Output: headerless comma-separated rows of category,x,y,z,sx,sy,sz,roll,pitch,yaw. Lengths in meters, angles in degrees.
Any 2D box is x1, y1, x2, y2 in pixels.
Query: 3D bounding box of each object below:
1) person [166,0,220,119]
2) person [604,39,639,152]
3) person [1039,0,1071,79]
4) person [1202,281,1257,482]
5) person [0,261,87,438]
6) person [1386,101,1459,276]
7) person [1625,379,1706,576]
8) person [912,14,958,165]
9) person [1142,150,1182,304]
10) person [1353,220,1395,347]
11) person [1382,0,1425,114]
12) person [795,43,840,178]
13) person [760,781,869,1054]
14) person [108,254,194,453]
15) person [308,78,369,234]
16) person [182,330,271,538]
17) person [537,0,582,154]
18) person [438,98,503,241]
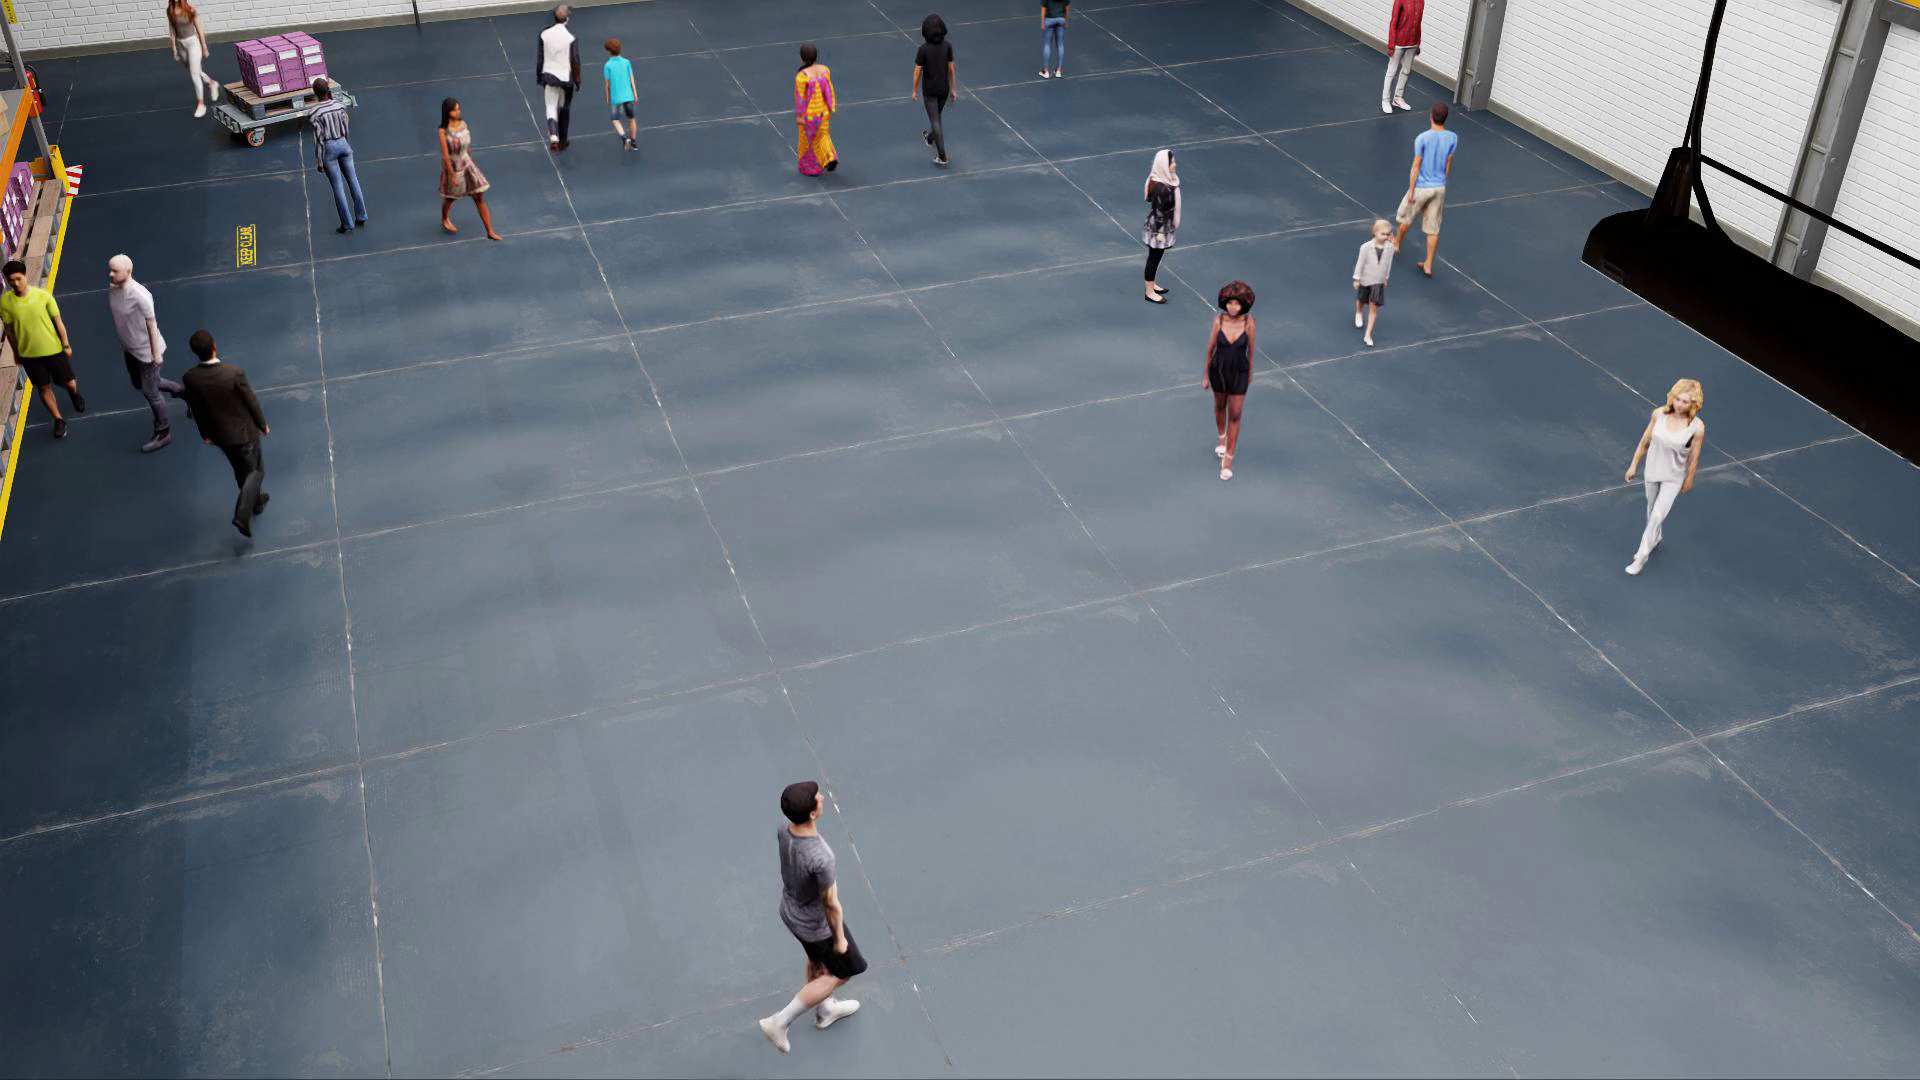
person,-10.345,-6.644,22.427,0.917,1.698,1.146,5,34,7
person,-4.284,-5.624,21.132,0.625,1.433,0.743,-19,38,-27
person,1.354,-7.402,23.643,0.598,1.615,0.598,-9,35,-14
person,2.365,-1.477,14.596,0.858,1.761,1.004,7,34,11
person,-8.364,-1.781,15.114,0.625,1.694,0.770,-12,35,-17
person,5.092,-3.753,17.960,0.810,1.829,1.163,-5,34,-7
person,5.697,-0.566,13.341,0.847,1.634,0.954,-23,40,-31
person,-0.278,-5.578,20.741,0.710,1.790,1.163,-14,36,-20
person,2.099,-3.315,17.475,0.803,1.637,0.720,7,34,11
person,4.160,-2.661,16.845,0.775,1.245,0.986,3,34,5
person,5.987,-6.733,22.453,0.656,1.817,0.570,-12,36,-18
person,-1.767,-5.253,20.368,0.836,1.661,0.973,-27,42,-34
person,-0.880,2.098,9.132,0.841,1.856,0.895,-19,38,-26
person,-7.267,-1.737,14.935,1.050,1.819,1.034,23,40,30
person,-7.095,-4.377,18.928,0.718,1.796,0.700,22,39,29
person,-5.980,-0.862,13.651,0.916,1.783,1.139,0,34,0
person,-5.055,-5.758,20.956,0.926,1.851,1.064,-5,34,-7
person,-5.730,-4.178,18.805,1.220,1.601,1.017,22,40,30
